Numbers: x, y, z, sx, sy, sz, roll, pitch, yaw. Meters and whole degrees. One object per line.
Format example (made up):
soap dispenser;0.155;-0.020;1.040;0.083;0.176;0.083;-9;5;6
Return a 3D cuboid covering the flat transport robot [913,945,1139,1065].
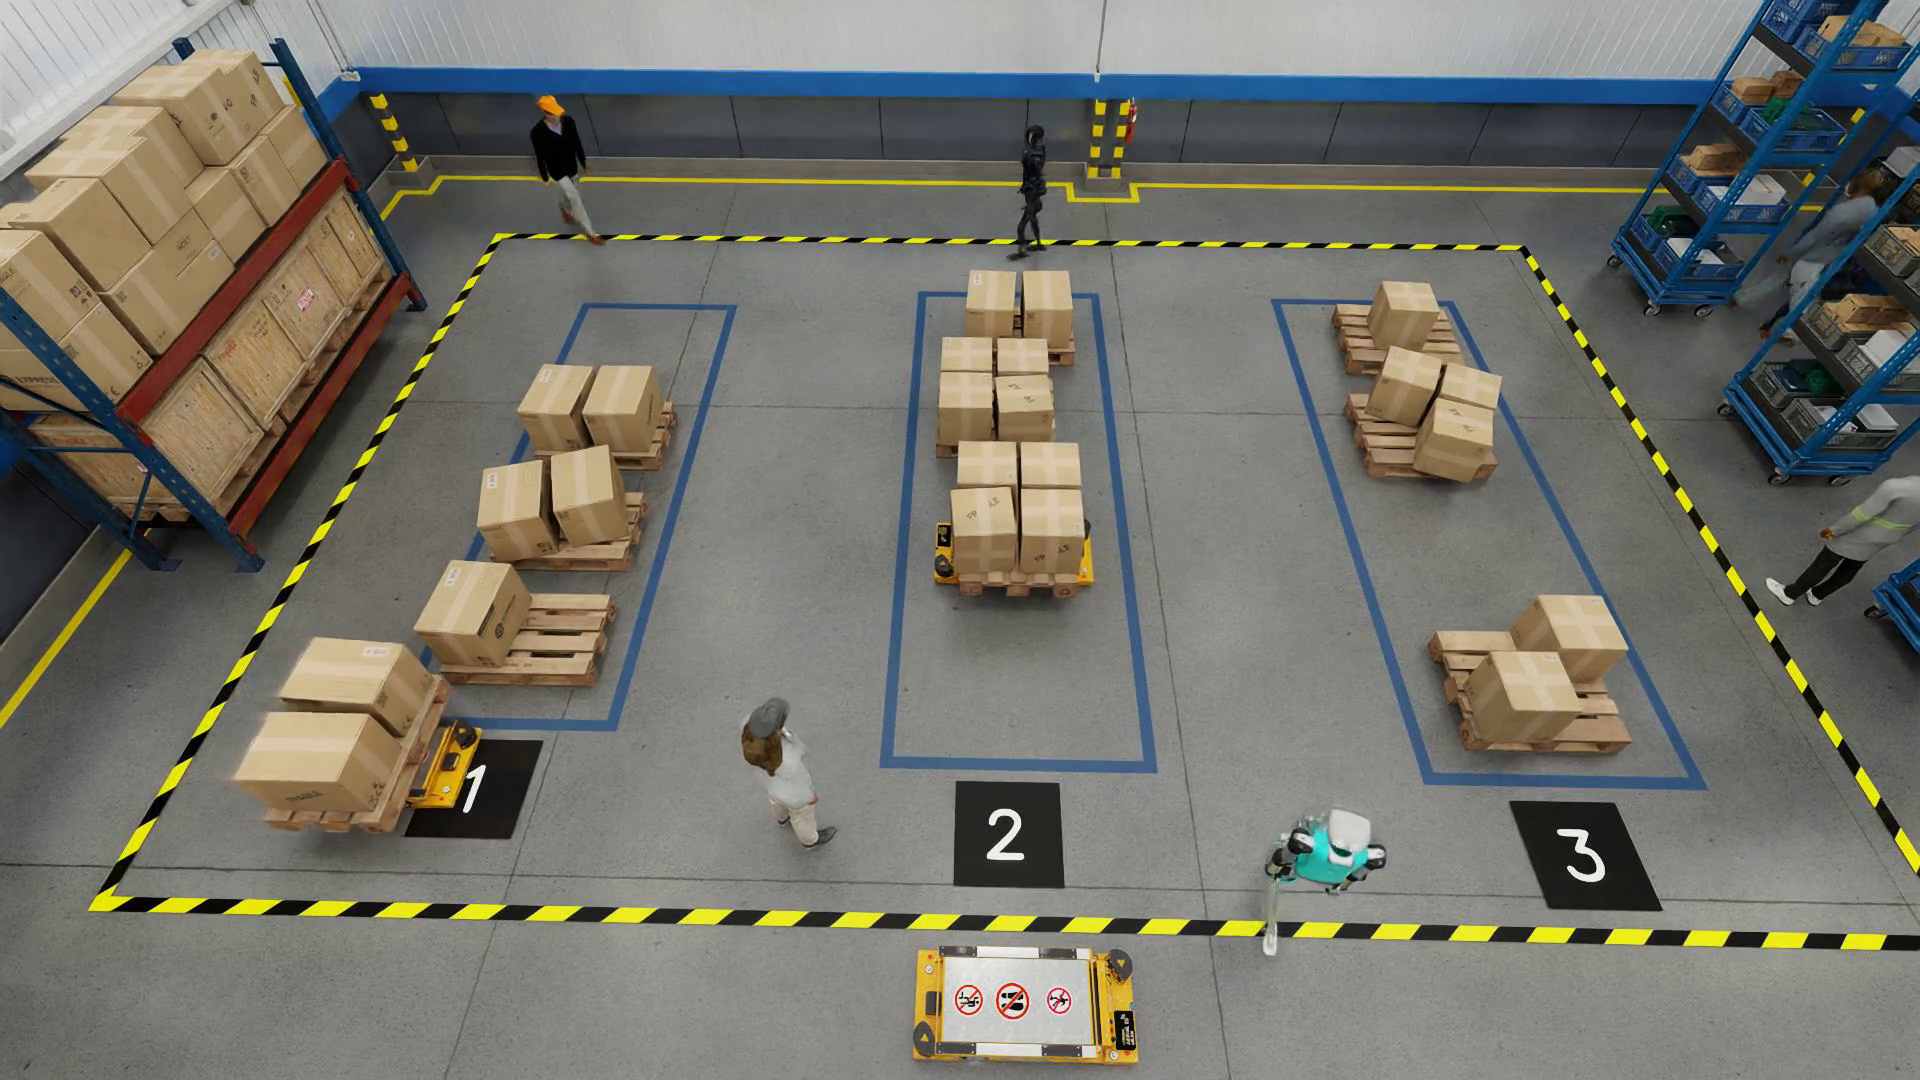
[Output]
flat transport robot;0.422;3.041;6.007;1.431;0.231;0.659;1;51;1

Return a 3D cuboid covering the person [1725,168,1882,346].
person;9.259;-3.128;9.995;0.616;1.869;1.023;-25;55;-19

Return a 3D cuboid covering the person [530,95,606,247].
person;-4.895;-4.574;11.209;0.885;1.841;0.591;29;56;22

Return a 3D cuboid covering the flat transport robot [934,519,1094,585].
flat transport robot;0.490;0.087;8.397;1.431;0.197;0.652;1;51;1

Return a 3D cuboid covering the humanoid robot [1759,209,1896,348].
humanoid robot;9.422;-2.850;9.925;0.610;1.680;0.457;25;55;19

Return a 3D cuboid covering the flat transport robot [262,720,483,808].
flat transport robot;-4.532;1.711;7.073;1.431;0.197;0.652;1;51;1

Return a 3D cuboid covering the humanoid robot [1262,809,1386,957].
humanoid robot;2.257;1.959;5.982;0.534;1.776;1.033;10;51;8

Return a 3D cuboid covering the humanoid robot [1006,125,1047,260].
humanoid robot;0.827;-4.158;10.969;0.558;1.641;0.600;-7;51;-6

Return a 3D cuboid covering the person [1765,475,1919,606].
person;7.479;-0.097;7.546;0.587;1.849;0.390;3;51;3

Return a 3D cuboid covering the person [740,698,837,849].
person;-1.188;1.609;6.204;0.572;1.769;0.398;36;59;26
